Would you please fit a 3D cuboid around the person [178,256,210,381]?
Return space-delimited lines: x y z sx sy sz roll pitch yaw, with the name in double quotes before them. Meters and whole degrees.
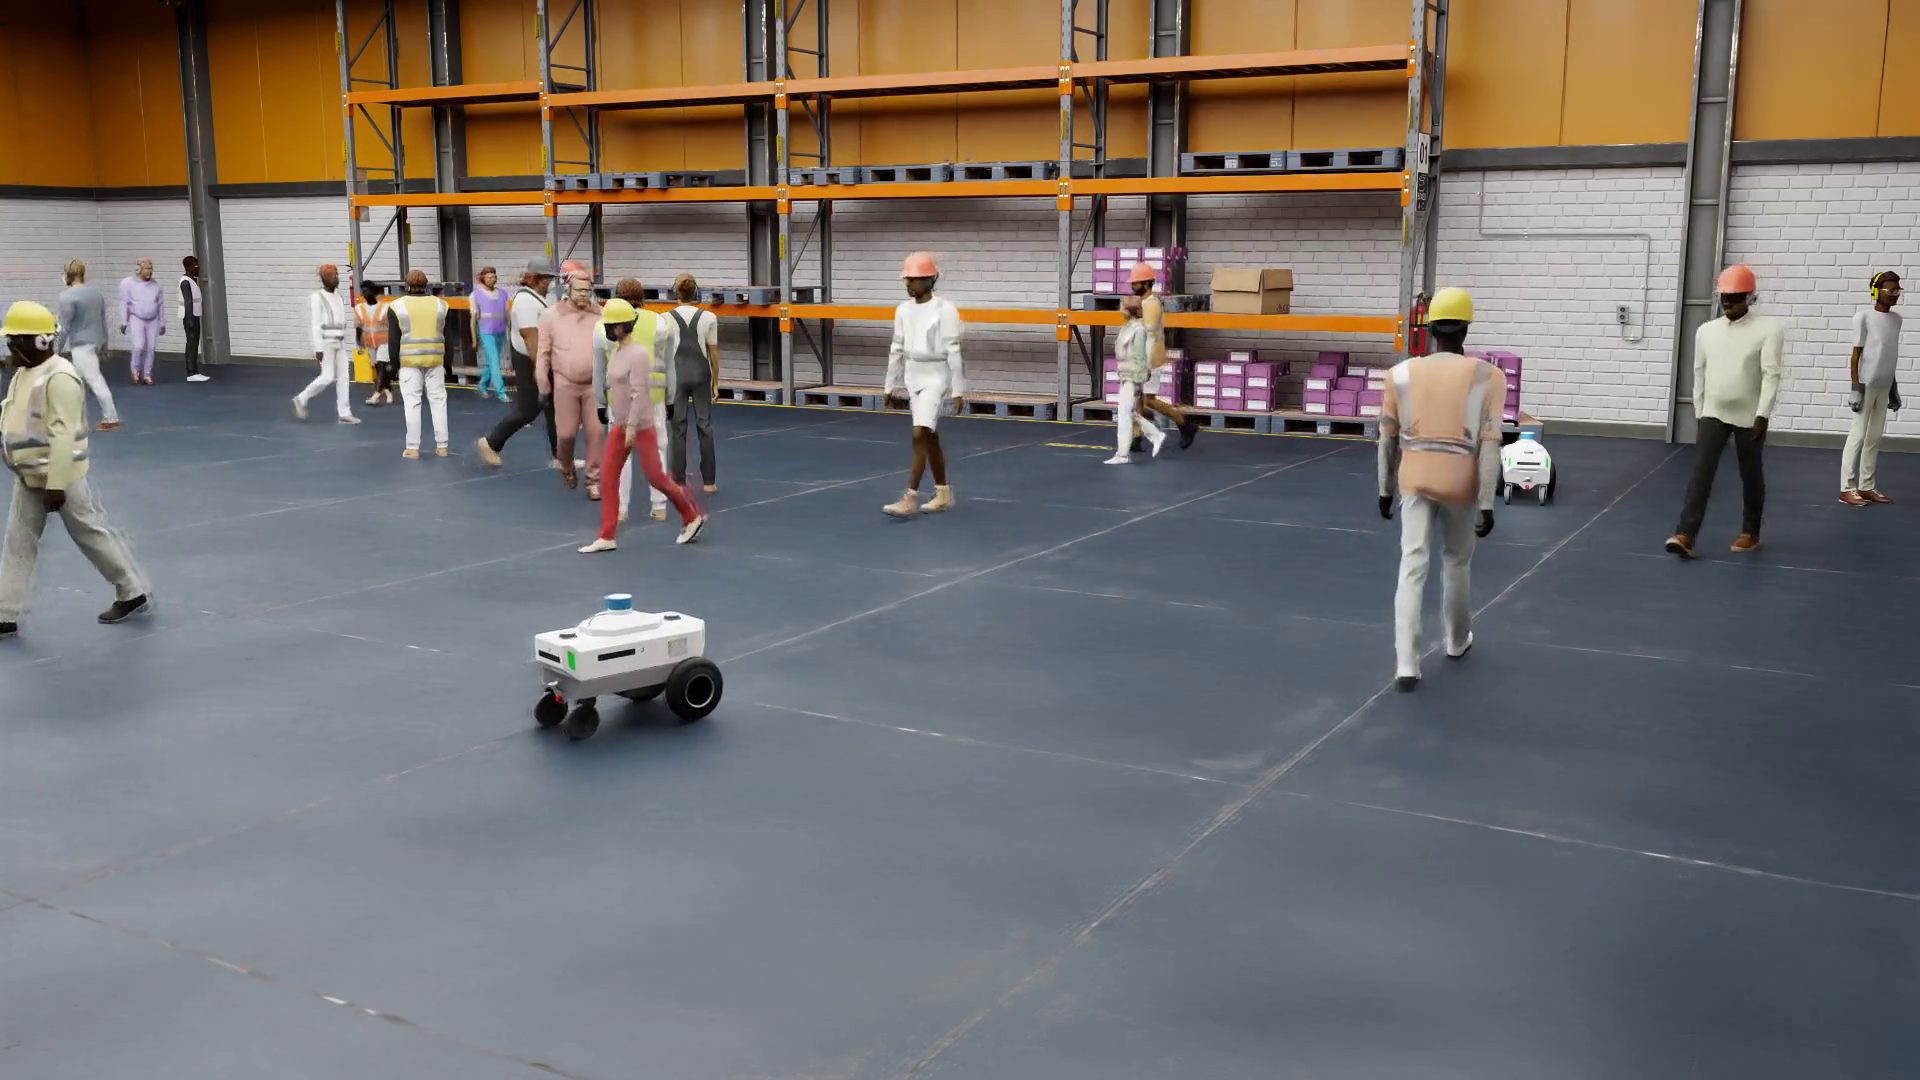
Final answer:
"person" -11.857 -3.412 25.660 0.374 1.917 0.597 -3 10 -17

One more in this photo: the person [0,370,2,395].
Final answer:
"person" -13.545 -2.887 22.927 0.419 1.838 0.621 4 11 23

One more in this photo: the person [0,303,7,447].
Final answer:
"person" -10.123 -1.892 17.054 0.668 1.915 0.561 -1 10 -3

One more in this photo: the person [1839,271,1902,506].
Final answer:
"person" 7.341 -1.210 13.333 0.510 1.872 0.329 -4 11 -23

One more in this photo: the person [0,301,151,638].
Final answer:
"person" -4.846 -0.379 8.876 0.607 1.785 0.951 8 13 37

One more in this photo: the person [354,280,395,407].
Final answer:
"person" -7.567 -2.557 21.617 0.536 1.632 0.940 1 10 6

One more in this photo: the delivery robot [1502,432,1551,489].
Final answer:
"delivery robot" 4.608 -0.636 13.538 0.477 0.478 0.707 3 10 15

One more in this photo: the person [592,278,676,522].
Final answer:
"person" -2.447 -1.047 12.519 0.624 1.837 0.429 -3 11 -18

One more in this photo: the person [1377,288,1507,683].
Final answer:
"person" 2.306 -0.270 8.020 0.605 1.869 1.037 5 11 26

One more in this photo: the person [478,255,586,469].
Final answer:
"person" -3.975 -1.647 15.323 0.884 2.000 0.676 0 10 2

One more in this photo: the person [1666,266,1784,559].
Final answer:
"person" 5.110 -0.837 11.037 1.058 1.935 0.612 -9 14 -43

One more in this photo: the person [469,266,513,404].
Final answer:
"person" -6.269 -2.738 22.165 0.935 1.810 0.565 8 12 37

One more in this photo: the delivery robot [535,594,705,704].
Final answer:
"delivery robot" -1.472 0.478 7.228 0.707 0.478 0.477 -9 14 -42

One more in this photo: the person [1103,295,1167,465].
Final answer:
"person" 1.675 -1.518 15.788 0.585 1.619 0.519 -2 10 -11

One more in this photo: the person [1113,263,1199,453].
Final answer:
"person" 1.959 -1.792 16.538 0.775 1.913 0.546 0 10 -2

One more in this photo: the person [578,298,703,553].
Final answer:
"person" -2.180 -0.788 11.343 0.870 1.727 0.524 -8 13 -38

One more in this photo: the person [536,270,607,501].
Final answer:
"person" -3.125 -1.269 13.654 0.690 1.878 0.583 -4 11 -20

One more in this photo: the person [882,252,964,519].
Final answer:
"person" -0.370 -1.160 12.635 0.908 2.009 0.644 -9 14 -42

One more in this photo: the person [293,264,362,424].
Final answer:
"person" -7.393 -2.271 19.349 0.726 1.866 0.575 2 10 13

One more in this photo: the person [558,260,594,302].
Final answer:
"person" -4.617 -2.467 20.349 0.799 1.910 0.553 5 11 27

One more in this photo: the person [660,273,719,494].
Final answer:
"person" -2.255 -1.284 13.826 0.505 1.843 0.346 -3 10 -14

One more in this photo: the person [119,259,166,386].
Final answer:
"person" -12.116 -3.230 24.722 0.435 1.882 0.668 8 13 37

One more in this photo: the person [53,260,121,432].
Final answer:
"person" -9.876 -2.148 18.541 0.973 1.894 0.649 0 10 2

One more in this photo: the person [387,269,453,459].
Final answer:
"person" -5.281 -1.719 16.290 0.634 1.842 0.429 -7 12 -33

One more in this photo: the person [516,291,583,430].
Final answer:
"person" -4.753 -2.216 18.868 0.975 1.930 0.601 2 10 12
